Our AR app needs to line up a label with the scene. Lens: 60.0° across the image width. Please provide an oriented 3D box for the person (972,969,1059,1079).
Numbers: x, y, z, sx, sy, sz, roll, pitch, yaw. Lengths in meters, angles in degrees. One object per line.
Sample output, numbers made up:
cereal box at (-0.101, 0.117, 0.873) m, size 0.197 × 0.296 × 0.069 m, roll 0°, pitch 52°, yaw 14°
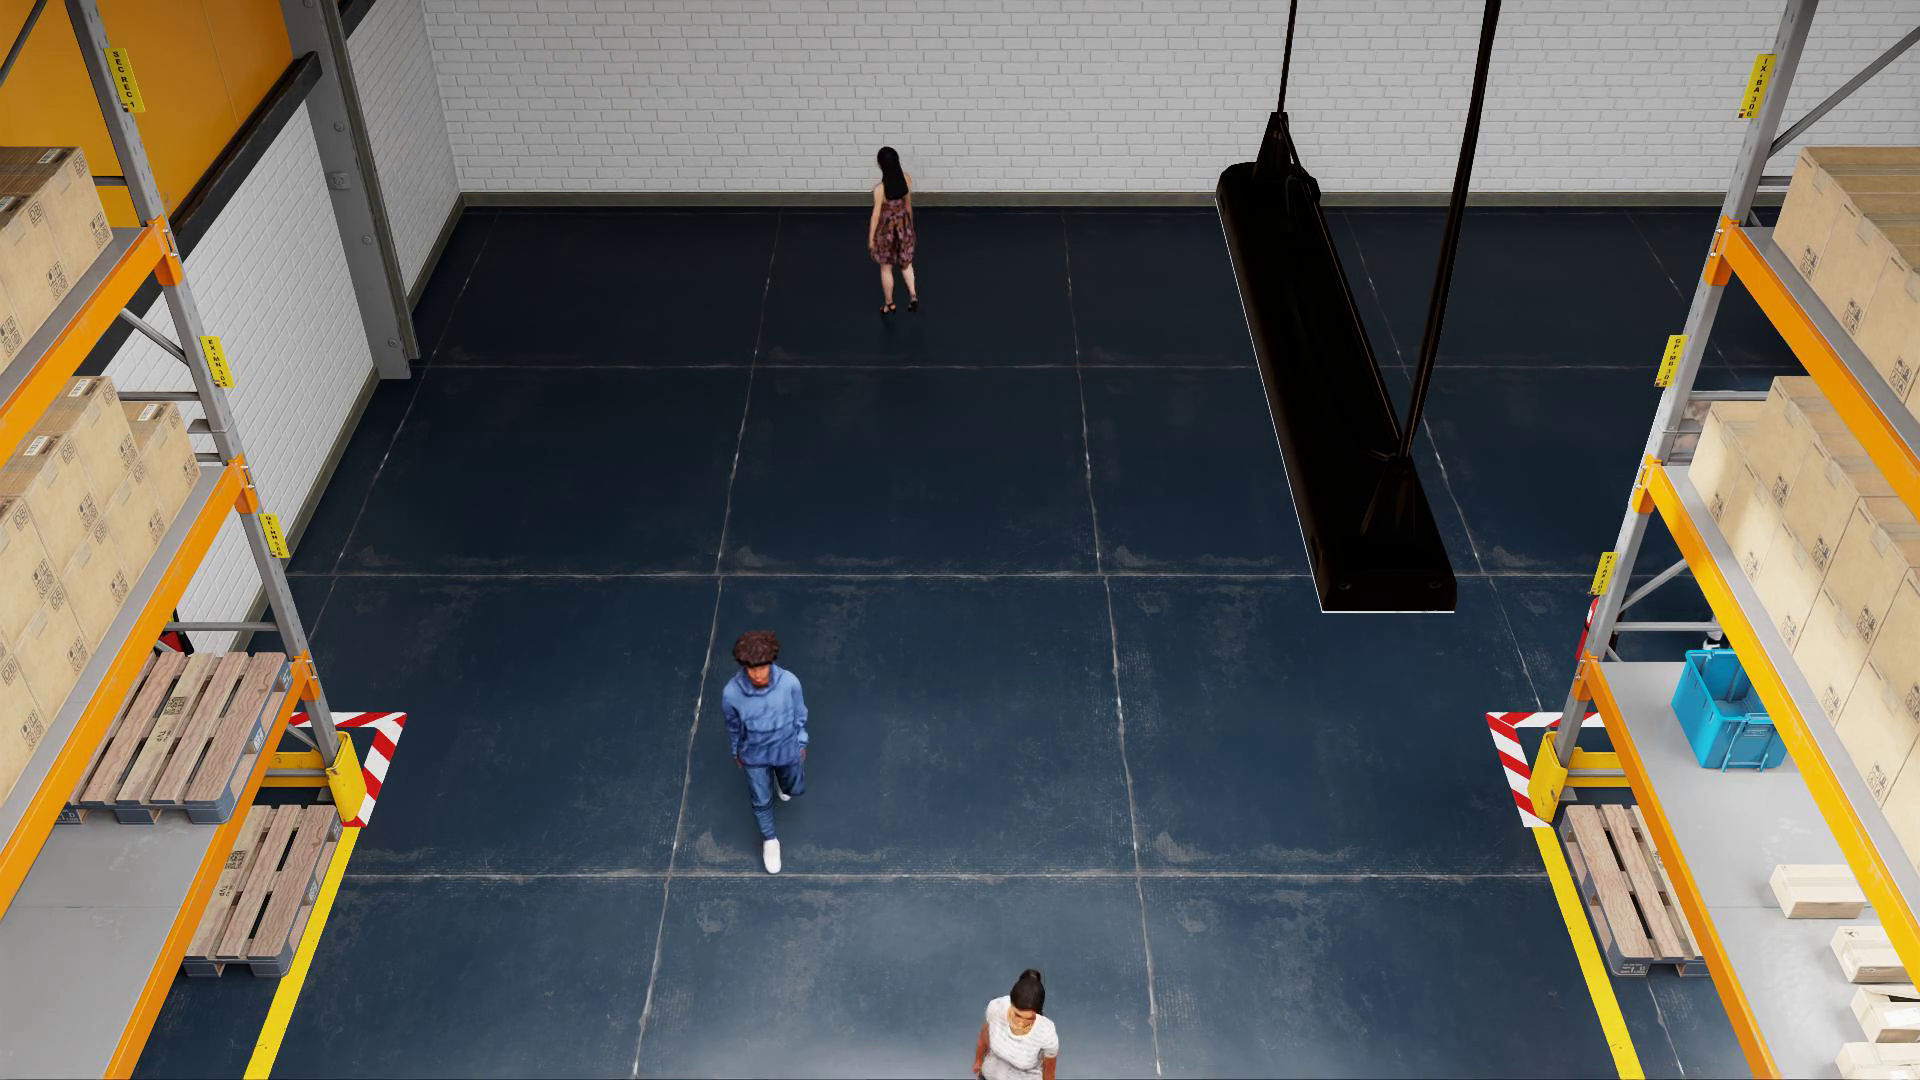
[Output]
person at (0.281, 2.741, 8.582) m, size 0.766 × 1.636 × 0.784 m, roll 31°, pitch 48°, yaw 33°

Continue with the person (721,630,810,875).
person at (-1.197, 1.220, 10.356) m, size 0.797 × 1.798 × 1.004 m, roll -7°, pitch 39°, yaw -9°

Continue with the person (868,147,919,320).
person at (-0.583, -2.810, 15.426) m, size 0.830 × 1.769 × 0.884 m, roll -28°, pitch 46°, yaw -30°
